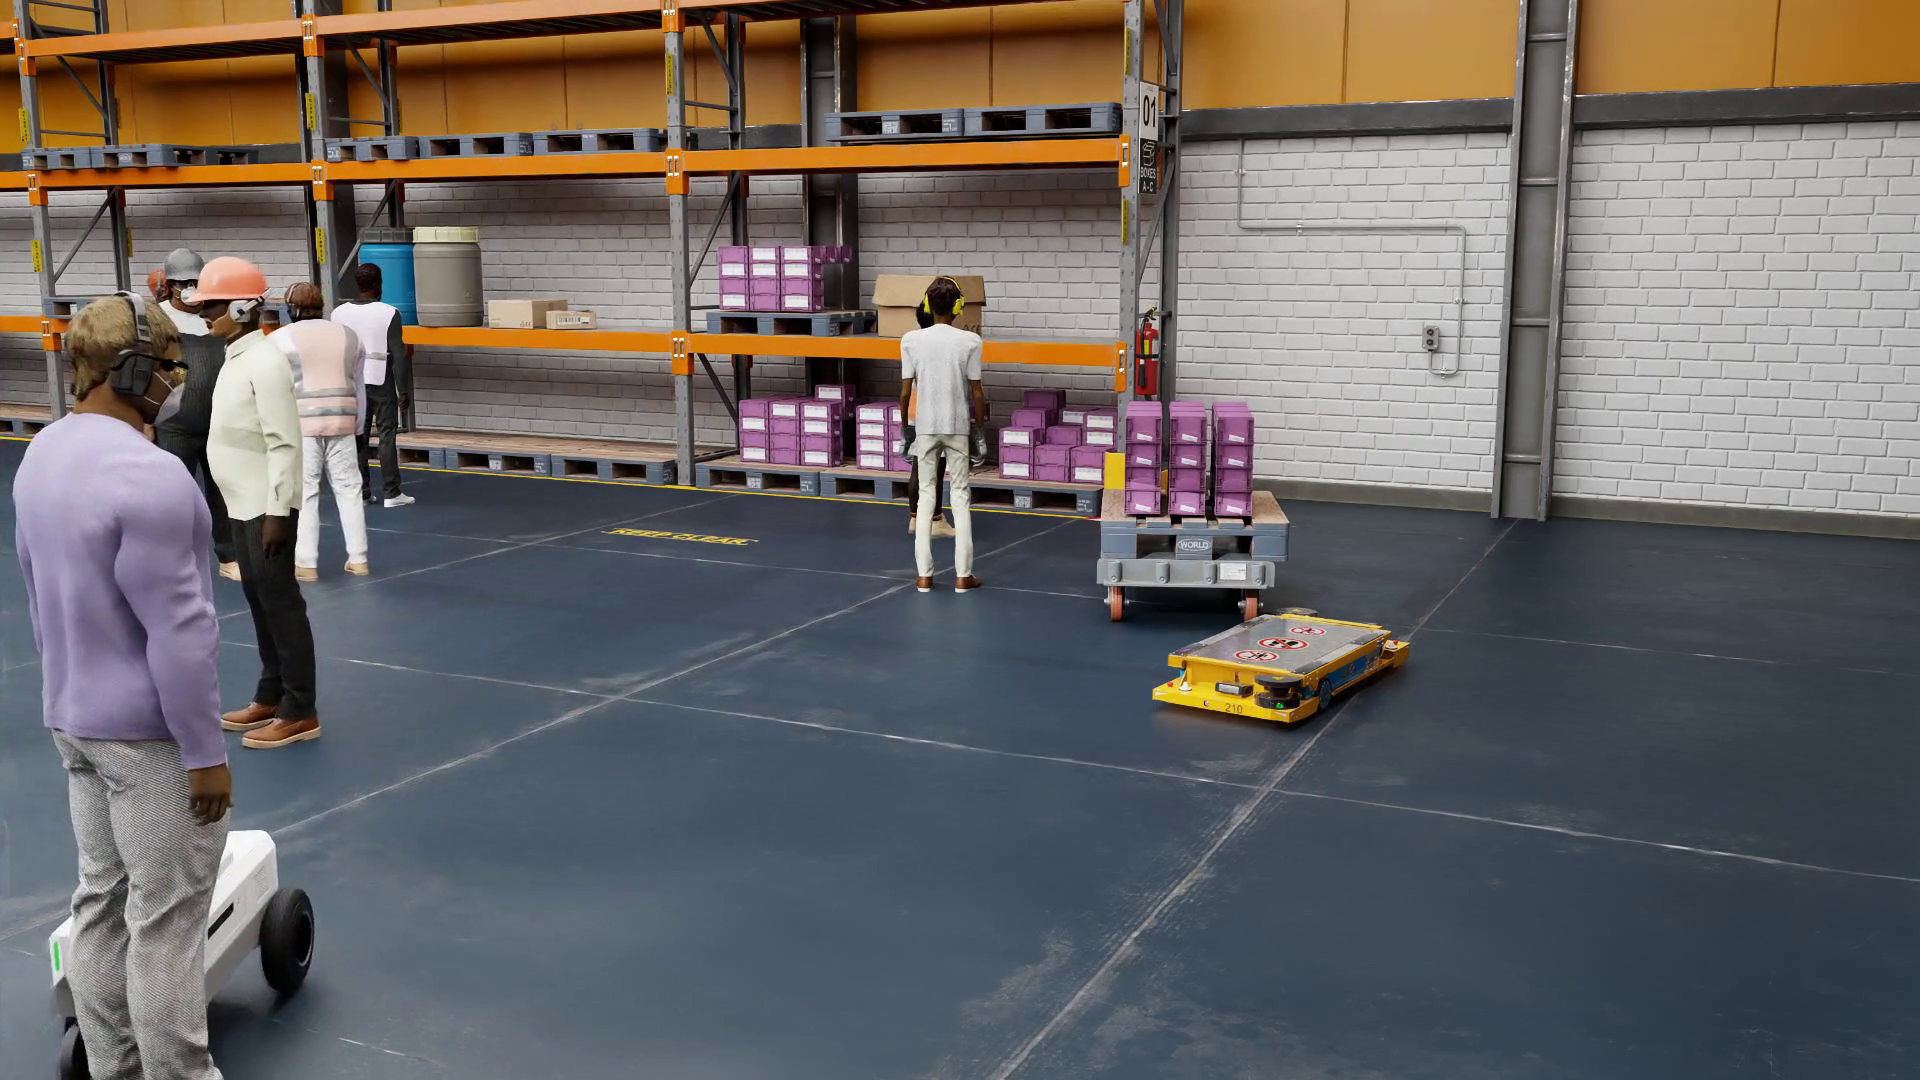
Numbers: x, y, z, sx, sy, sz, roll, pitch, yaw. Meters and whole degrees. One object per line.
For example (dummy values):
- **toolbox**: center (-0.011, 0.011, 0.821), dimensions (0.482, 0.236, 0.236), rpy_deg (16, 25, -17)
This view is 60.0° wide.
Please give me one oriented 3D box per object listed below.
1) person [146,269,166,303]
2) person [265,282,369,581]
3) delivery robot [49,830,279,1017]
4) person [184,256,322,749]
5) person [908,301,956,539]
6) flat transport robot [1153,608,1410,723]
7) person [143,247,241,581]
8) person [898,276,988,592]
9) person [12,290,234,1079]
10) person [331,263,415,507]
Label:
- **person**: center (-5.606, -0.979, 11.867), dimensions (0.355, 1.884, 0.575), rpy_deg (-1, 10, -8)
- **person**: center (-3.969, -0.663, 10.246), dimensions (0.643, 1.833, 0.431), rpy_deg (-8, 13, -39)
- **delivery robot**: center (-2.027, 0.963, 4.278), dimensions (0.477, 0.478, 0.707), rpy_deg (-1, 10, -5)
- **person**: center (-2.887, -0.150, 6.801), dimensions (0.396, 1.992, 0.623), rpy_deg (-7, 12, -36)
- **person**: center (-0.195, -0.860, 11.718), dimensions (0.316, 1.697, 0.541), rpy_deg (-7, 12, -33)
- **flat transport robot**: center (1.519, 0.554, 7.701), dimensions (0.652, 0.197, 1.431), rpy_deg (7, 12, 34)
- **person**: center (-4.571, -0.731, 9.997), dimensions (0.537, 2.000, 0.689), rpy_deg (9, 13, 42)
- **person**: center (-0.101, -0.619, 9.844), dimensions (0.536, 1.869, 0.312), rpy_deg (1, 10, 8)
- **person**: center (-1.809, 0.426, 3.684), dimensions (0.628, 1.935, 0.373), rpy_deg (8, 12, 37)
- **person**: center (-4.630, -1.211, 13.095), dimensions (0.596, 1.916, 0.374), rpy_deg (2, 10, 10)
